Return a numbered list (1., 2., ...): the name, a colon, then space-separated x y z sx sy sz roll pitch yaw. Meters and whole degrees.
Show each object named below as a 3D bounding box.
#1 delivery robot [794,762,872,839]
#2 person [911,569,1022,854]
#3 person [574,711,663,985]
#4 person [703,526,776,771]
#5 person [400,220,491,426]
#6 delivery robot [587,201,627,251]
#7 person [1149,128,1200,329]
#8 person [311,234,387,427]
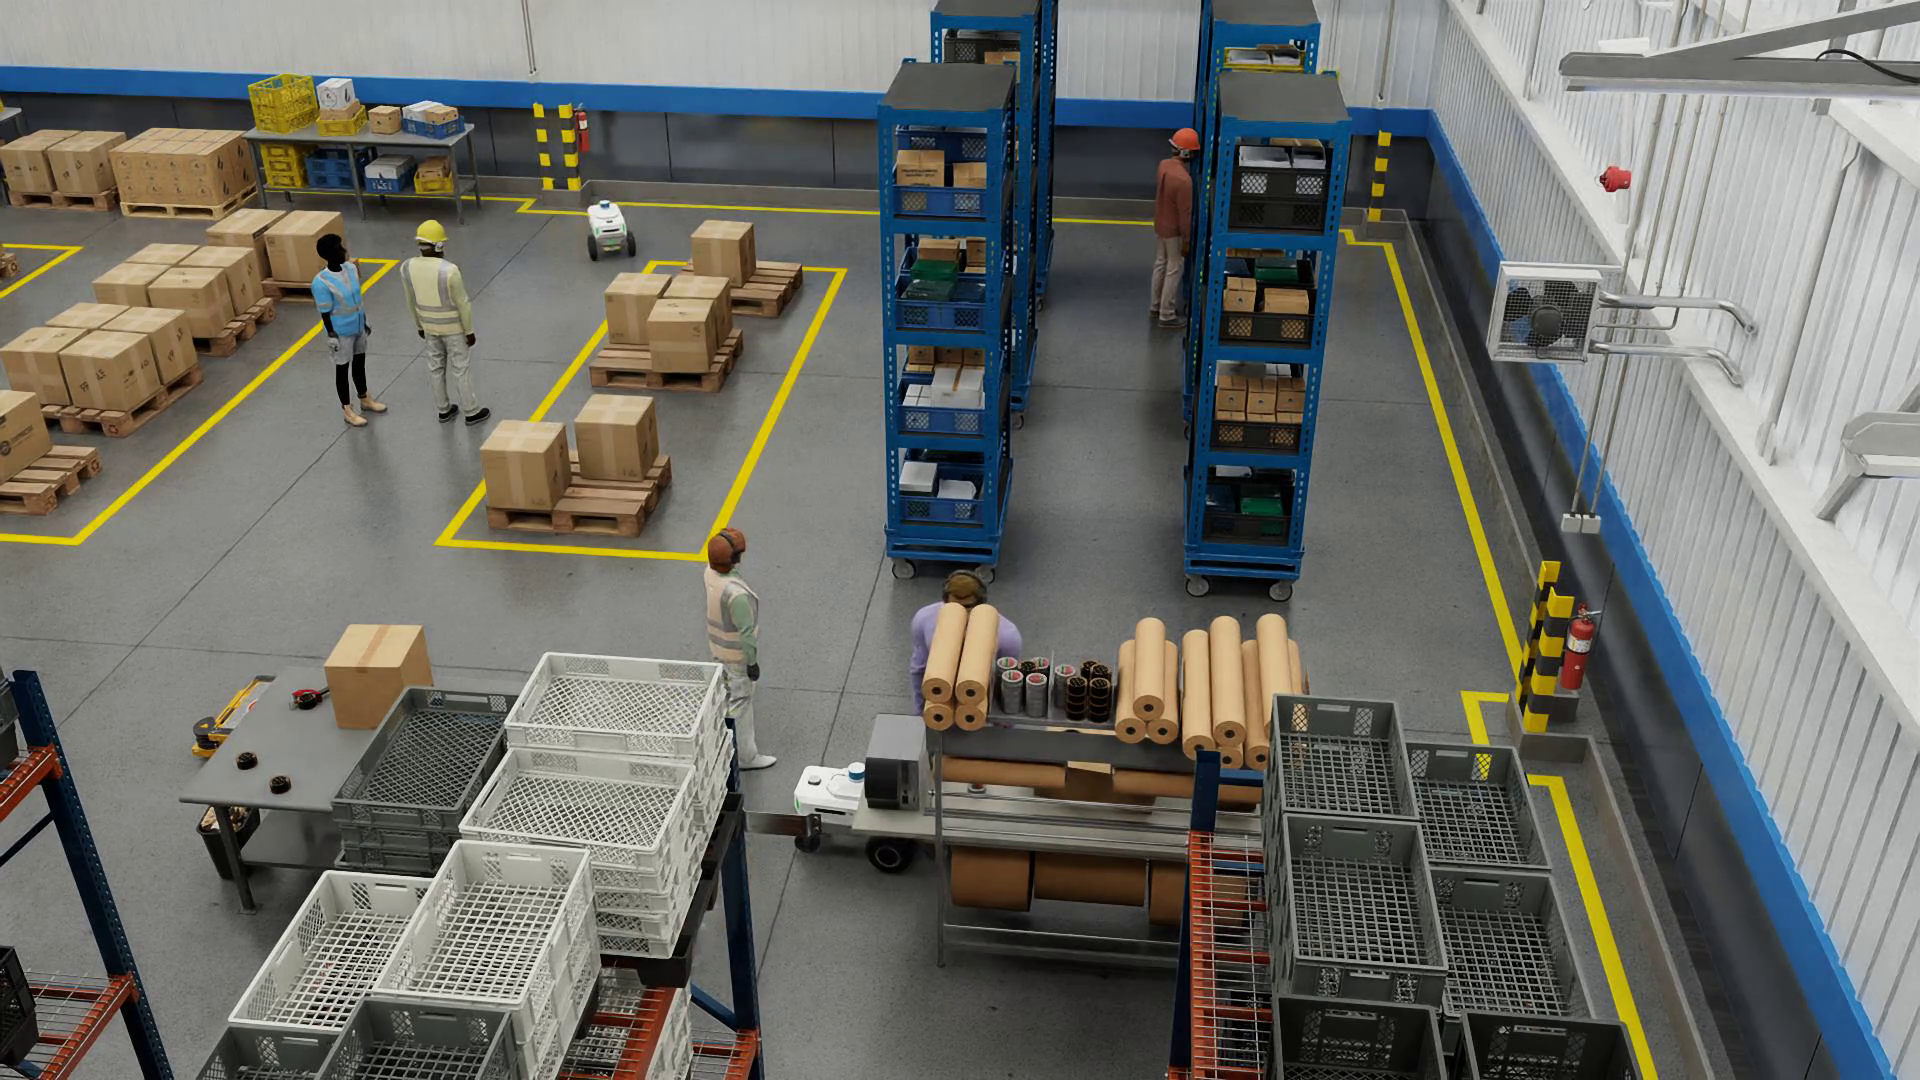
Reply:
1. delivery robot: -0.594 1.514 9.675 0.707 0.478 0.477 6 31 10
2. person: 0.029 0.974 9.338 0.627 1.932 0.369 10 32 17
3. person: -1.773 1.594 8.412 0.643 1.781 0.935 26 39 37
4. person: -1.376 0.662 10.151 0.306 1.645 0.523 -18 35 -28
5. person: -4.428 -1.857 14.302 0.586 1.825 0.403 9 31 15
6. delivery robot: -3.878 -3.479 18.252 0.477 0.478 0.707 -10 32 -16
7. person: 2.093 -3.020 16.152 0.411 1.980 0.625 -9 32 -16
8. person: -5.302 -1.829 14.376 0.318 1.700 0.535 9 31 15
